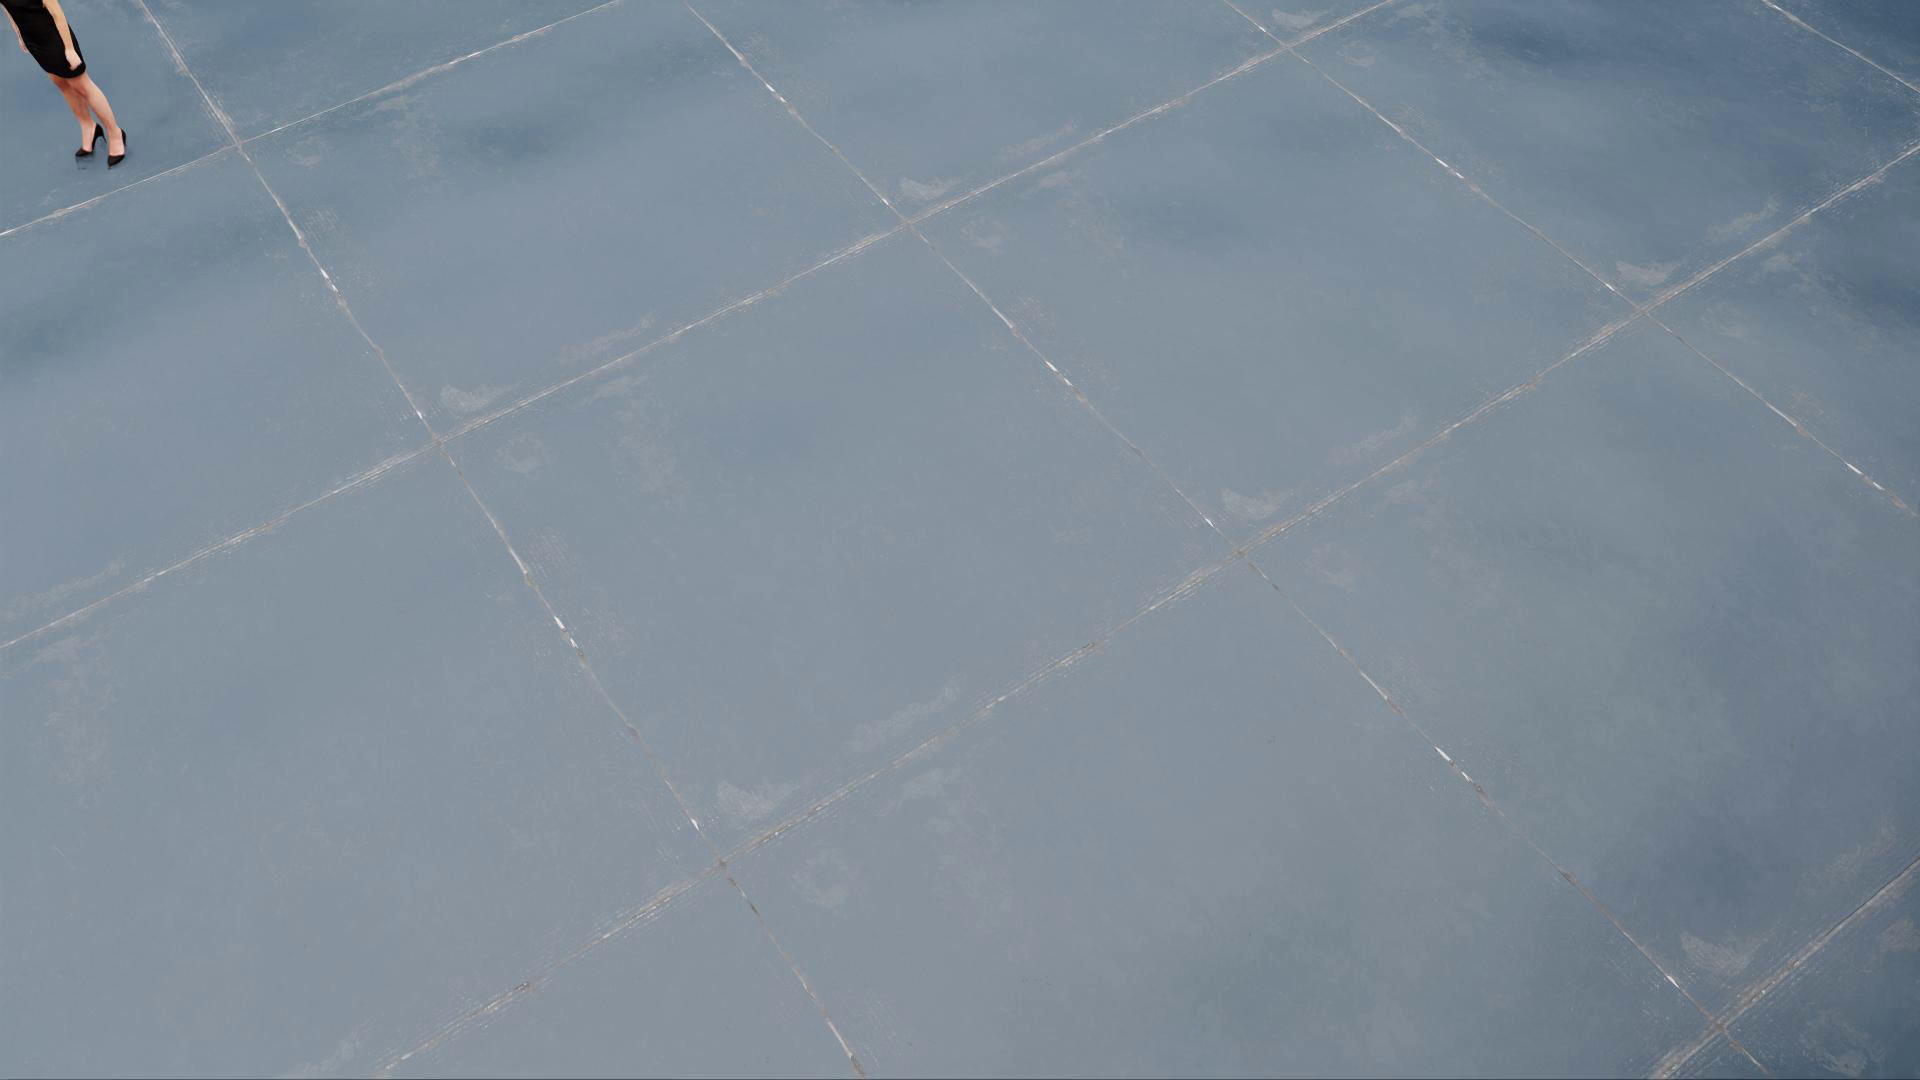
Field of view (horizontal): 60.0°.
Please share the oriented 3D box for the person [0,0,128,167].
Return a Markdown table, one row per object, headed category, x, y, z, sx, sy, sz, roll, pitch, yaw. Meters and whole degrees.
| category | x | y | z | sx | sy | sz | roll | pitch | yaw |
| --- | --- | --- | --- | --- | --- | --- | --- | --- | --- |
| person | -5.256 | -2.891 | 9.609 | 0.592 | 1.648 | 0.705 | 20 | 55 | 15 |
